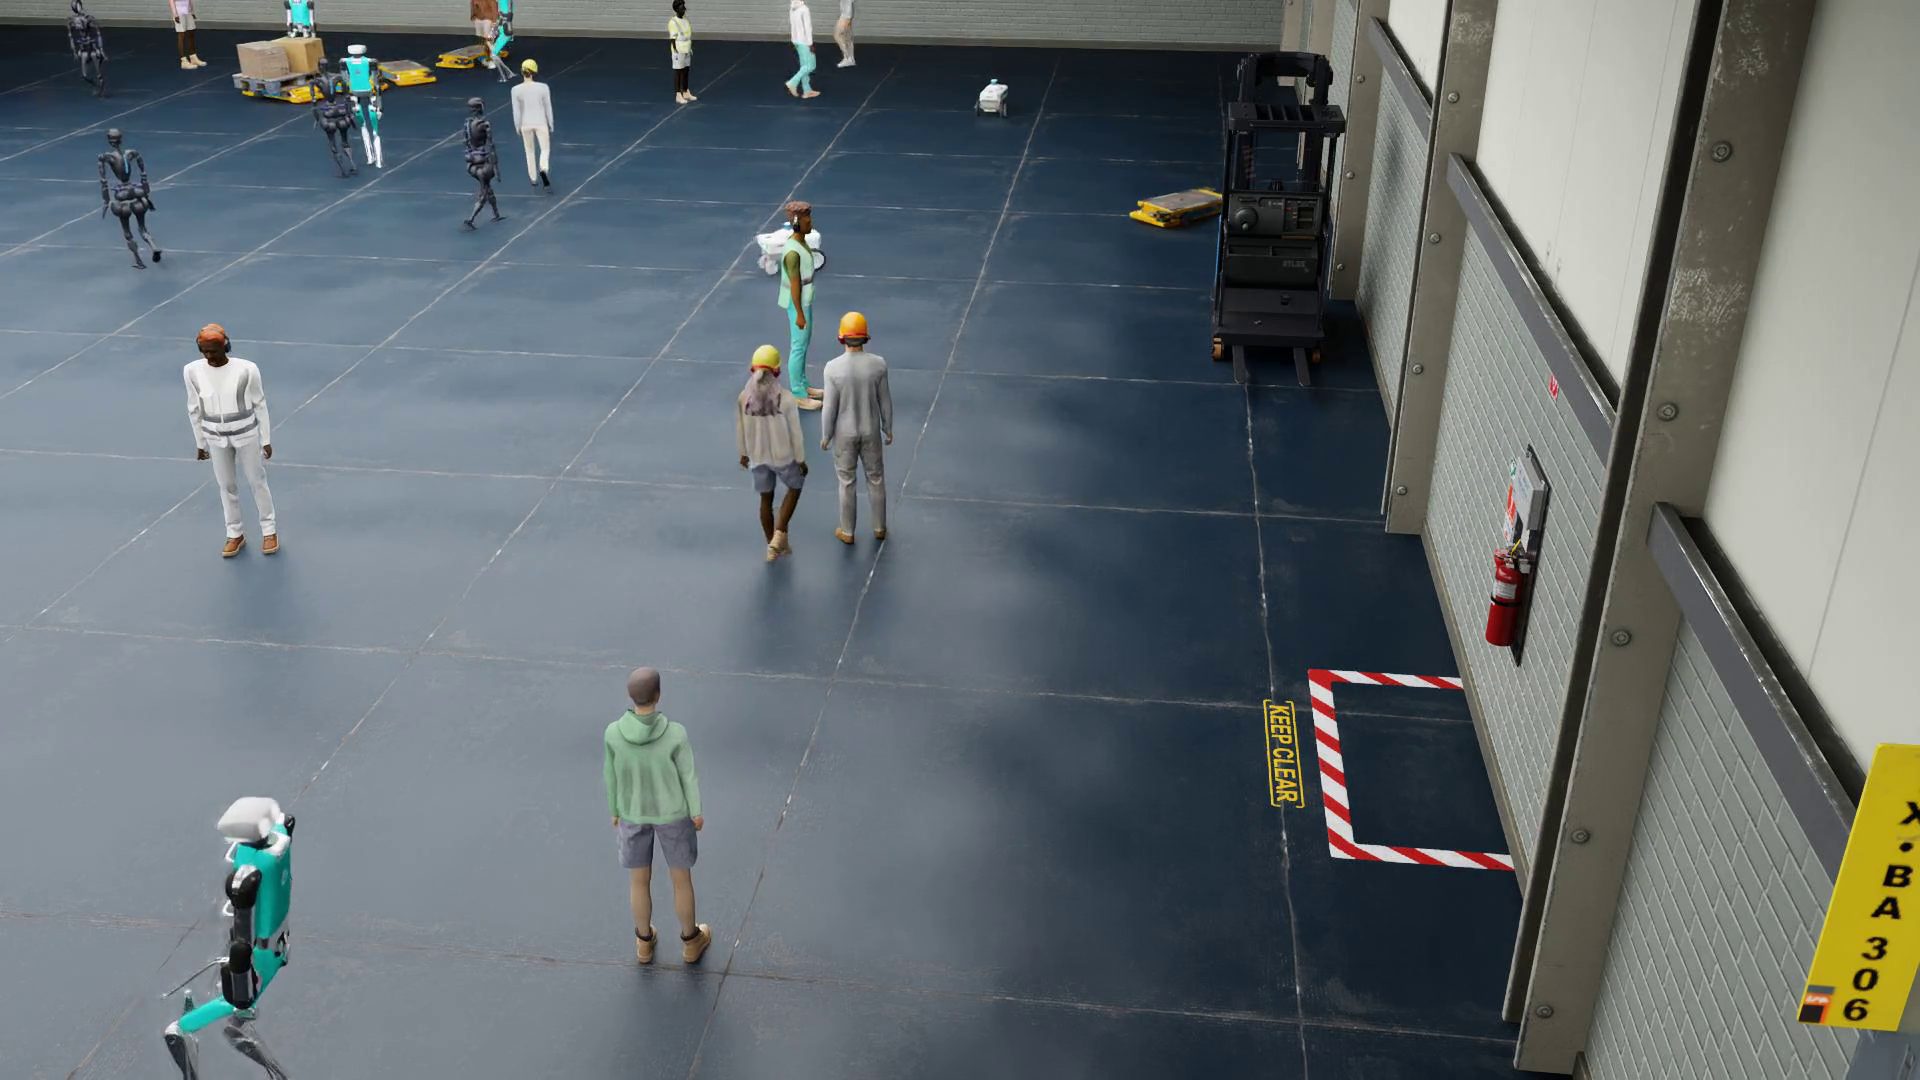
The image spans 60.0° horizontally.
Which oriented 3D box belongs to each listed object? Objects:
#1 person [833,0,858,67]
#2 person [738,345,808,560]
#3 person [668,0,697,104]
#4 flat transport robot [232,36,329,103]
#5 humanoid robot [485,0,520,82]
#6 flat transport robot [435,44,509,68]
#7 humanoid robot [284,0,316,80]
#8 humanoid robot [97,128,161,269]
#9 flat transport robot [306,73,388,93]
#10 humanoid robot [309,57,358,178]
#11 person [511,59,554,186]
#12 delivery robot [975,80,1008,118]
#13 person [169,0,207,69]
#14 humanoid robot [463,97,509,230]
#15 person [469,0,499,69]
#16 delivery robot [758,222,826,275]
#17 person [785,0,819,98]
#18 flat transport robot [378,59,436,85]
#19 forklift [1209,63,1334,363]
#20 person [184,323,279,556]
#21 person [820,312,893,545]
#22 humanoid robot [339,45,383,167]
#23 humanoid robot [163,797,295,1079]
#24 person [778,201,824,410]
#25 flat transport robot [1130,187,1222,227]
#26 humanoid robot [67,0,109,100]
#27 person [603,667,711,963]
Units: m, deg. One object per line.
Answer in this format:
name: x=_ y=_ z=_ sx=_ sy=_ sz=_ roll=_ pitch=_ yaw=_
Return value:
person: x=-2.154 y=-9.688 z=30.710 sx=0.540 sy=1.862 sz=0.506 roll=-3 pitch=27 yaw=-5
person: x=-1.440 y=-0.649 z=12.776 sx=0.574 sy=1.751 sz=0.447 roll=6 pitch=27 yaw=13
person: x=-4.667 y=-8.215 z=27.943 sx=0.316 sy=1.696 sz=0.540 roll=11 pitch=29 yaw=21
flat transport robot: x=-11.575 y=-7.724 z=28.559 sx=1.431 sy=0.231 sz=0.659 roll=15 pitch=30 yaw=27
humanoid robot: x=-8.239 y=-9.057 z=29.573 sx=0.760 sy=1.767 sz=0.537 roll=-15 pitch=30 yaw=-27
flat transport robot: x=-9.180 y=-9.091 z=31.286 sx=0.659 sy=0.231 sz=1.431 roll=9 pitch=28 yaw=17
humanoid robot: x=-11.356 y=-8.483 z=28.455 sx=0.531 sy=1.754 sz=0.892 roll=4 pitch=27 yaw=7
humanoid robot: x=-9.778 y=-4.003 z=19.567 sx=0.399 sy=1.644 sz=0.609 roll=19 pitch=32 yaw=32
flat transport robot: x=-10.799 y=-7.952 z=29.013 sx=1.431 sy=0.231 sz=0.659 roll=8 pitch=28 yaw=16
humanoid robot: x=-8.830 y=-5.948 z=23.453 sx=0.614 sy=1.647 sz=0.400 roll=-22 pitch=34 yaw=-37
person: x=-5.869 y=-5.713 z=22.891 sx=0.534 sy=1.738 sz=0.560 roll=-4 pitch=27 yaw=-7
delivery robot: x=0.550 y=-7.227 z=27.249 sx=0.499 sy=0.596 sz=0.775 roll=6 pitch=27 yaw=12
person: x=-14.272 y=-9.727 z=30.594 sx=0.401 sy=2.035 sz=0.608 roll=5 pitch=27 yaw=10
humanoid robot: x=-6.157 y=-4.809 z=21.225 sx=0.610 sy=1.632 sz=0.776 roll=19 pitch=32 yaw=33
person: x=-8.721 y=-9.613 z=30.602 sx=0.840 sy=1.824 sz=0.385 roll=20 pitch=33 yaw=34
delivery robot: x=-2.015 y=-3.475 z=19.749 sx=0.785 sy=0.587 sz=0.499 roll=-11 pitch=29 yaw=-21
person: x=-2.690 y=-8.420 z=28.123 sx=0.633 sy=1.900 sz=0.510 roll=-18 pitch=32 yaw=-31
flat transport robot: x=-10.023 y=-8.418 z=29.944 sx=0.659 sy=0.231 sz=1.431 roll=-18 pitch=32 yaw=-32
forklift: x=3.241 y=-3.477 z=17.183 sx=1.129 sy=2.768 sz=1.873 roll=3 pitch=27 yaw=6
person: x=-5.632 y=-0.775 z=12.881 sx=0.571 sy=1.887 sz=0.356 roll=-4 pitch=27 yaw=-7
person: x=-0.811 y=-0.873 z=13.069 sx=0.584 sy=1.894 sz=0.373 roll=-8 pitch=28 yaw=-16
humanoid robot: x=-8.551 y=-6.227 z=24.012 sx=0.547 sy=1.865 sz=0.722 roll=-4 pitch=27 yaw=-7
humanoid robot: x=-3.426 y=1.963 z=7.632 sx=0.928 sy=1.804 sz=0.538 roll=0 pitch=27 yaw=0
person: x=-1.505 y=-2.213 z=15.651 sx=0.396 sy=1.978 sz=0.489 roll=1 pitch=27 yaw=2
flat transport robot: x=2.981 y=-4.371 z=21.864 sx=1.431 sy=0.231 sz=0.659 roll=-18 pitch=32 yaw=-32
humanoid robot: x=-14.710 y=-8.288 z=28.119 sx=0.589 sy=1.648 sz=0.345 roll=-1 pitch=27 yaw=-1
person: x=-1.579 y=1.443 z=8.611 sx=0.482 sy=1.741 sz=0.313 roll=1 pitch=27 yaw=2
